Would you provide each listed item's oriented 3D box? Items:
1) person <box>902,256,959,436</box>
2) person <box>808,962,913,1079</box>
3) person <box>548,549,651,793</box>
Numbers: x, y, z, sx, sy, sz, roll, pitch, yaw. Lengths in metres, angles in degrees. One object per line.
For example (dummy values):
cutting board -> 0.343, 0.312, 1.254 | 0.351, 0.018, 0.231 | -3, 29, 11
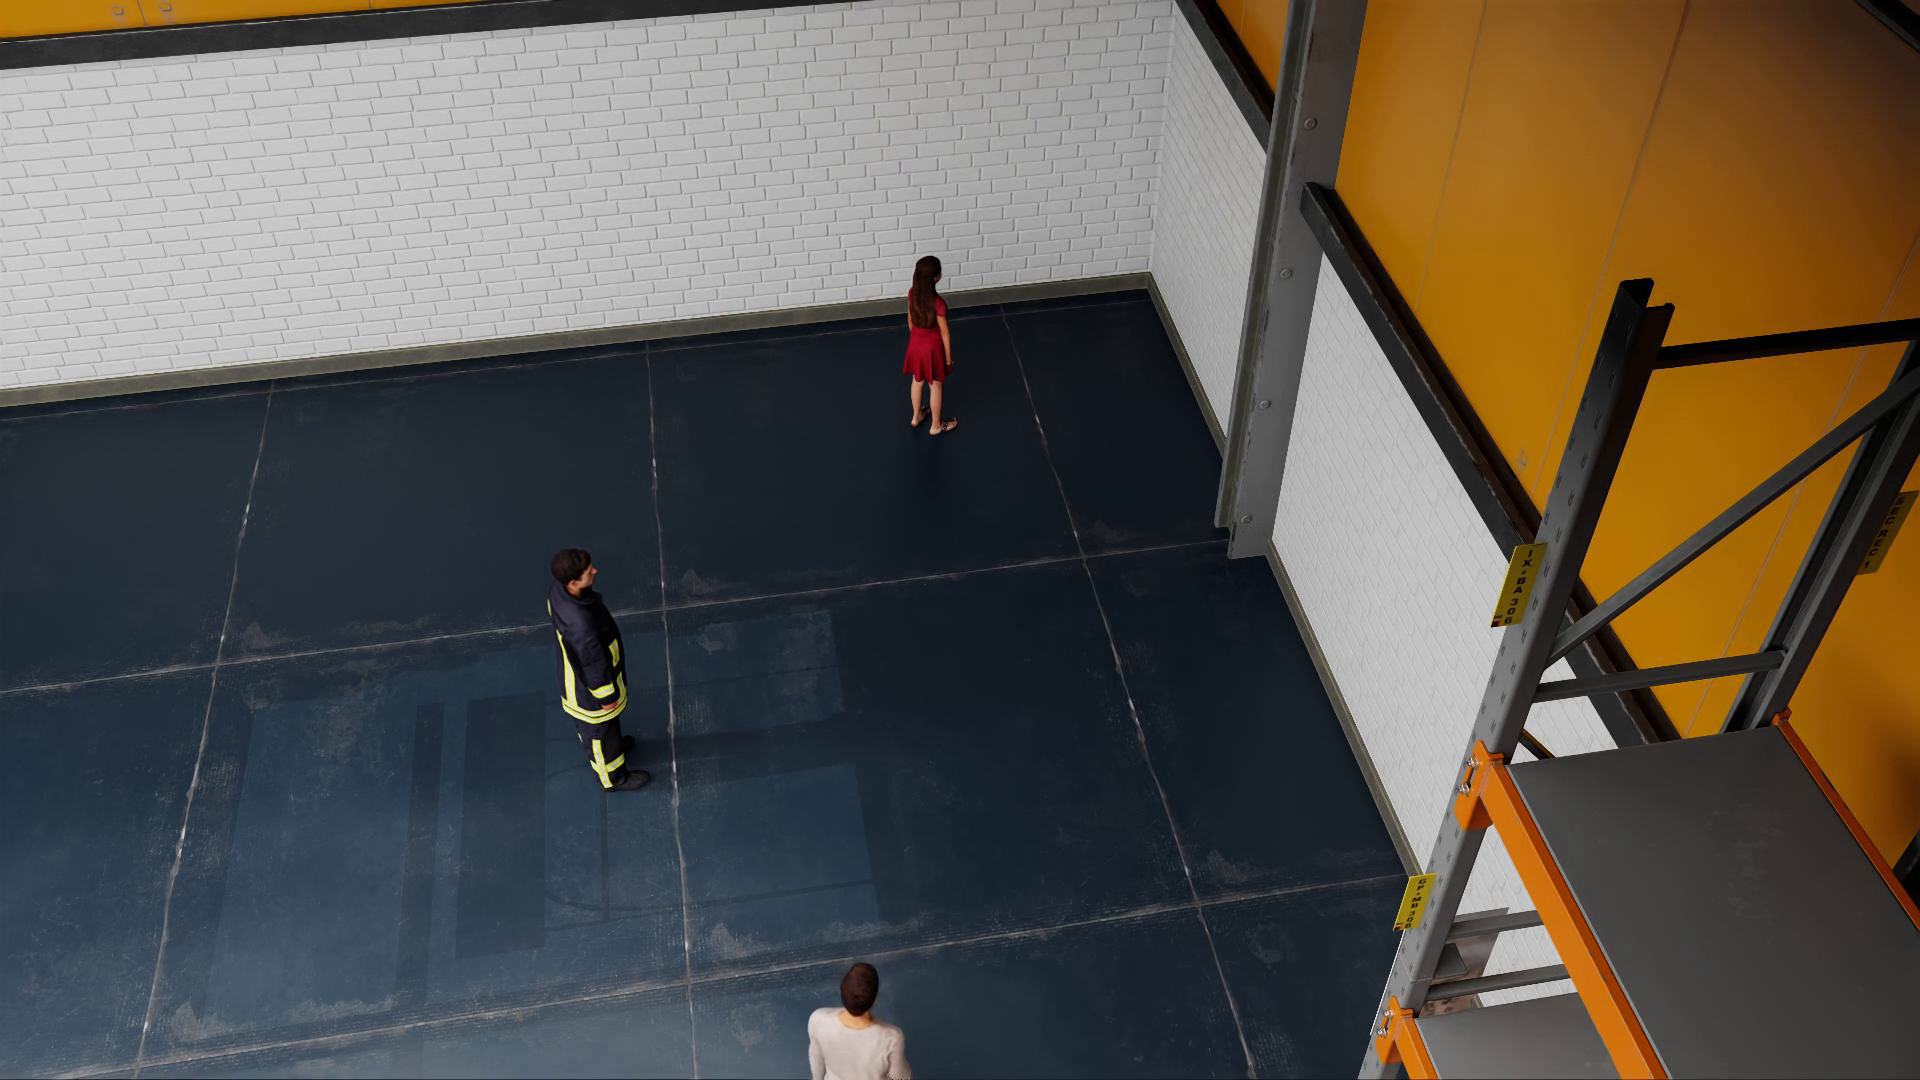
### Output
person -> -0.238, -1.472, 12.531 | 0.683, 1.554, 0.743 | 29, 51, 27
person -> -0.475, 2.666, 7.969 | 0.736, 1.855, 0.710 | 9, 44, 9
person -> -2.212, 0.769, 9.908 | 0.902, 1.928, 0.699 | -17, 46, -17
